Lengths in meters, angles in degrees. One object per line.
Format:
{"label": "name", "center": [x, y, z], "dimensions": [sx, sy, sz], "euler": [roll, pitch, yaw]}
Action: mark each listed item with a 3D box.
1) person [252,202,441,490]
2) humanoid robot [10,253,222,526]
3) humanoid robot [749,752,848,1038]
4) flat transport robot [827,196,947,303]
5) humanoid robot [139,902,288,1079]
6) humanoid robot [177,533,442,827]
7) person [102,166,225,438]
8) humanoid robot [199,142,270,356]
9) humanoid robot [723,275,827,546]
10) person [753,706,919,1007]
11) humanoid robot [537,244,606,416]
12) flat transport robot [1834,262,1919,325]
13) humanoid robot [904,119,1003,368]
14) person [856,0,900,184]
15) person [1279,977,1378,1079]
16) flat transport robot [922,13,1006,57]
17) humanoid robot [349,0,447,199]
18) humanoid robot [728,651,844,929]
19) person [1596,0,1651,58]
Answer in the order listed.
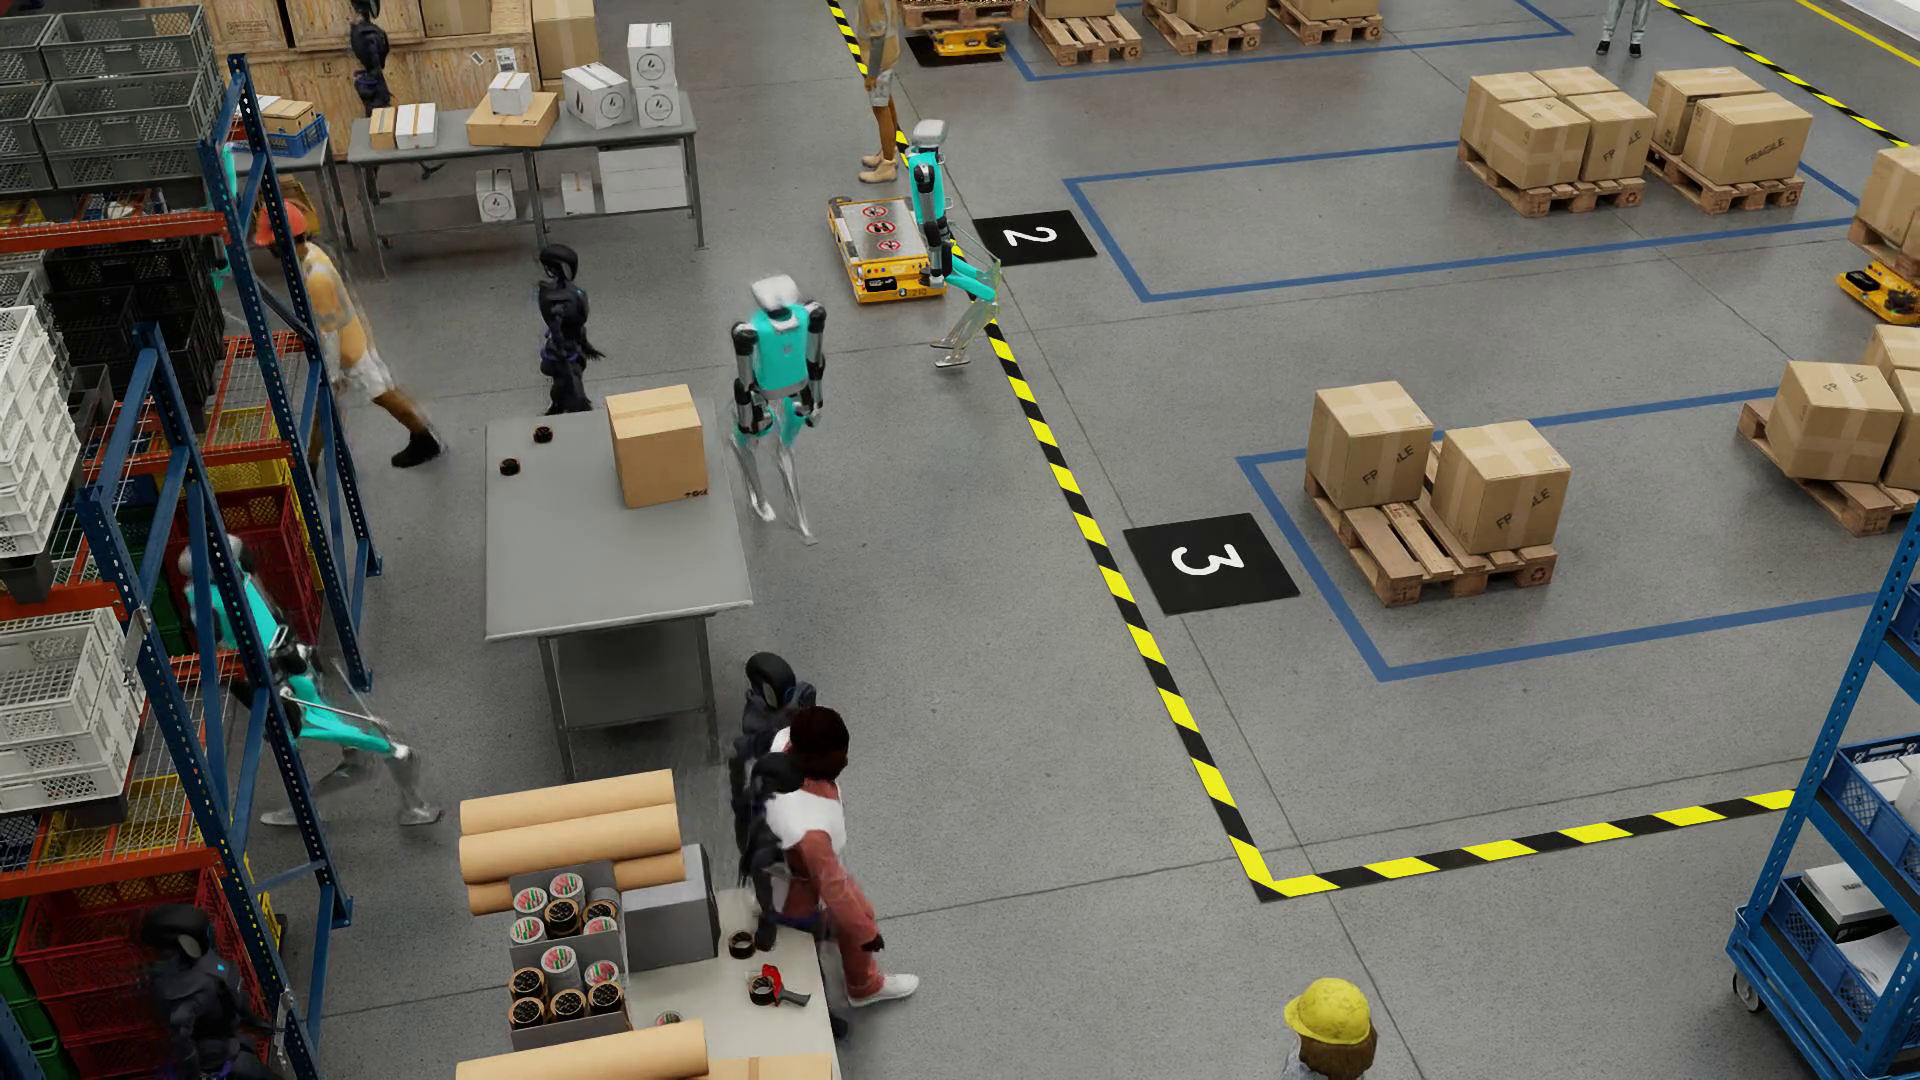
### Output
{"label": "person", "center": [-3.681, -1.131, 9.729], "dimensions": [1.055, 1.868, 0.551], "euler": [-23, 42, -27]}
{"label": "humanoid robot", "center": [-4.783, -0.821, 9.474], "dimensions": [0.879, 1.828, 0.550], "euler": [-11, 38, -15]}
{"label": "humanoid robot", "center": [-0.641, 1.455, 6.413], "dimensions": [0.321, 1.655, 0.599], "euler": [11, 38, 15]}
{"label": "flat transport robot", "center": [-0.570, -2.220, 12.538], "dimensions": [0.659, 0.231, 1.431], "euler": [-8, 37, -10]}
{"label": "humanoid robot", "center": [-2.584, 1.868, 5.855], "dimensions": [0.370, 1.648, 0.599], "euler": [-8, 37, -10]}
{"label": "humanoid robot", "center": [-2.771, 0.699, 7.426], "dimensions": [1.048, 1.741, 0.545], "euler": [0, 37, -1]}
{"label": "person", "center": [-4.927, -1.474, 10.227], "dimensions": [0.503, 1.836, 0.333], "euler": [25, 44, 30]}
{"label": "humanoid robot", "center": [-5.067, -1.907, 10.904], "dimensions": [0.970, 1.761, 0.542], "euler": [-10, 38, -13]}
{"label": "humanoid robot", "center": [-1.105, -0.799, 9.401], "dimensions": [0.549, 1.762, 0.902], "euler": [-20, 41, -24]}
{"label": "person", "center": [-0.486, 1.331, 6.426], "dimensions": [0.831, 1.876, 0.598], "euler": [-4, 37, -5]}
{"label": "humanoid robot", "center": [-2.333, -1.039, 9.827], "dimensions": [0.818, 1.631, 0.618], "euler": [-1, 37, -1]}
{"label": "flat transport robot", "center": [7.193, -1.870, 12.043], "dimensions": [1.431, 0.197, 0.652], "euler": [-8, 37, -10]}
{"label": "humanoid robot", "center": [0.021, -1.909, 10.781], "dimensions": [0.735, 1.672, 0.533], "euler": [-2, 37, -2]}
{"label": "person", "center": [-0.682, -3.839, 13.236], "dimensions": [0.400, 2.034, 0.607], "euler": [4, 37, 5]}
{"label": "person", "center": [1.146, 2.058, 5.550], "dimensions": [0.293, 1.744, 0.484], "euler": [0, 37, -1]}
{"label": "flat transport robot", "center": [-0.027, -5.127, 16.421], "dimensions": [0.652, 0.197, 1.431], "euler": [-8, 37, -10]}
{"label": "humanoid robot", "center": [-4.533, -3.517, 13.125], "dimensions": [0.760, 1.621, 0.610], "euler": [-16, 40, -20]}
{"label": "humanoid robot", "center": [-0.735, 1.115, 6.866], "dimensions": [0.314, 1.650, 0.609], "euler": [20, 41, 25]}
{"label": "person", "center": [6.392, -5.458, 15.575], "dimensions": [0.589, 1.837, 0.404], "euler": [10, 38, 13]}
